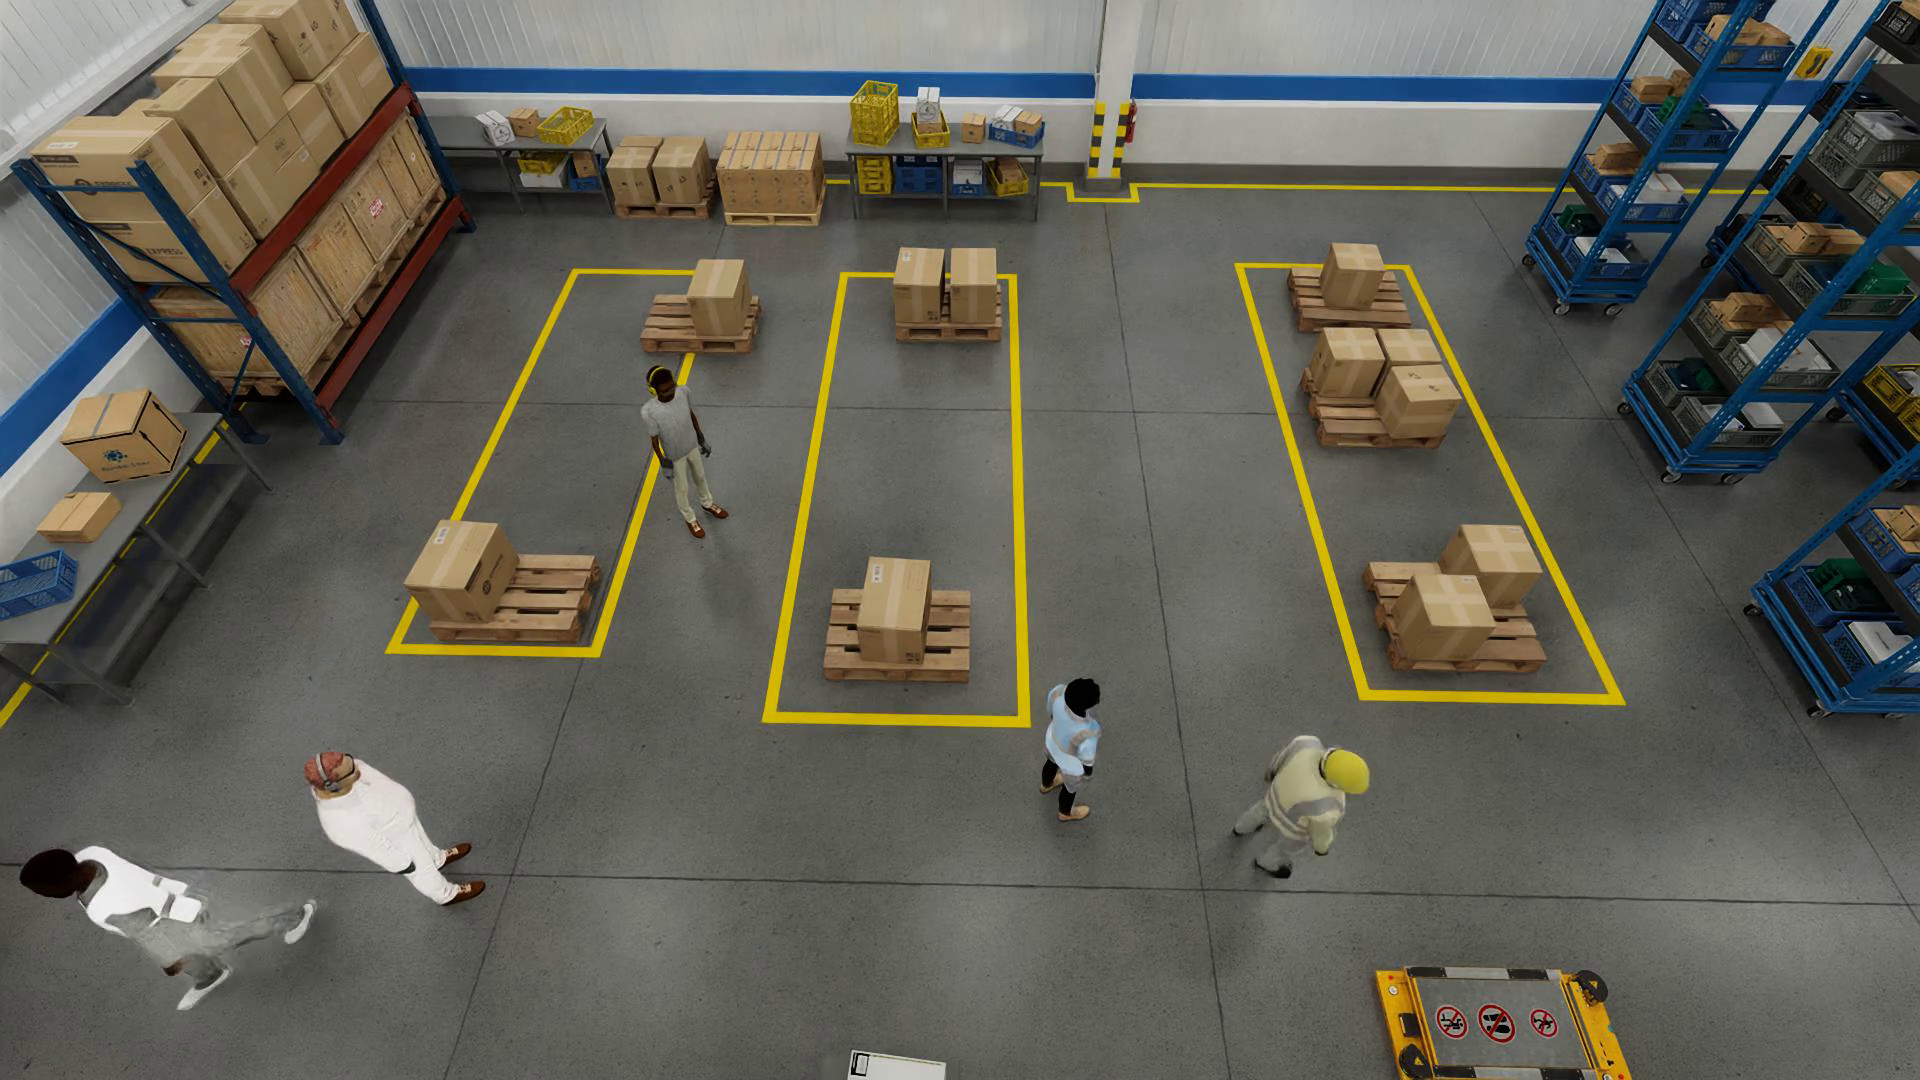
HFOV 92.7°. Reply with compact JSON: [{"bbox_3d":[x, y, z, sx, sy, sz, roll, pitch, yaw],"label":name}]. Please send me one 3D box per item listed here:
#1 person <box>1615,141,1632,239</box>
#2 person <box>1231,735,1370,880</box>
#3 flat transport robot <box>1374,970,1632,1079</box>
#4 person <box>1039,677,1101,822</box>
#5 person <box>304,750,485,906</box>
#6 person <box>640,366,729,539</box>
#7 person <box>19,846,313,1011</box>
[{"bbox_3d":[7.893,-4.335,10.952,1.039,1.916,0.677,24,55,18],"label":"person"},{"bbox_3d":[2.217,1.776,6.050,0.412,1.800,0.641,-3,51,-2],"label":"person"},{"bbox_3d":[3.501,3.133,5.914,1.431,0.197,0.652,1,51,1],"label":"flat transport robot"},{"bbox_3d":[0.772,1.452,6.371,0.319,1.696,0.532,-20,54,-16],"label":"person"},{"bbox_3d":[-3.651,1.849,5.921,0.401,1.899,0.635,-26,55,-19],"label":"person"},{"bbox_3d":[-2.435,-0.773,8.081,0.328,1.862,0.512,30,57,22],"label":"person"},{"bbox_3d":[-4.830,2.287,5.572,0.602,1.894,0.872,29,56,22],"label":"person"}]
